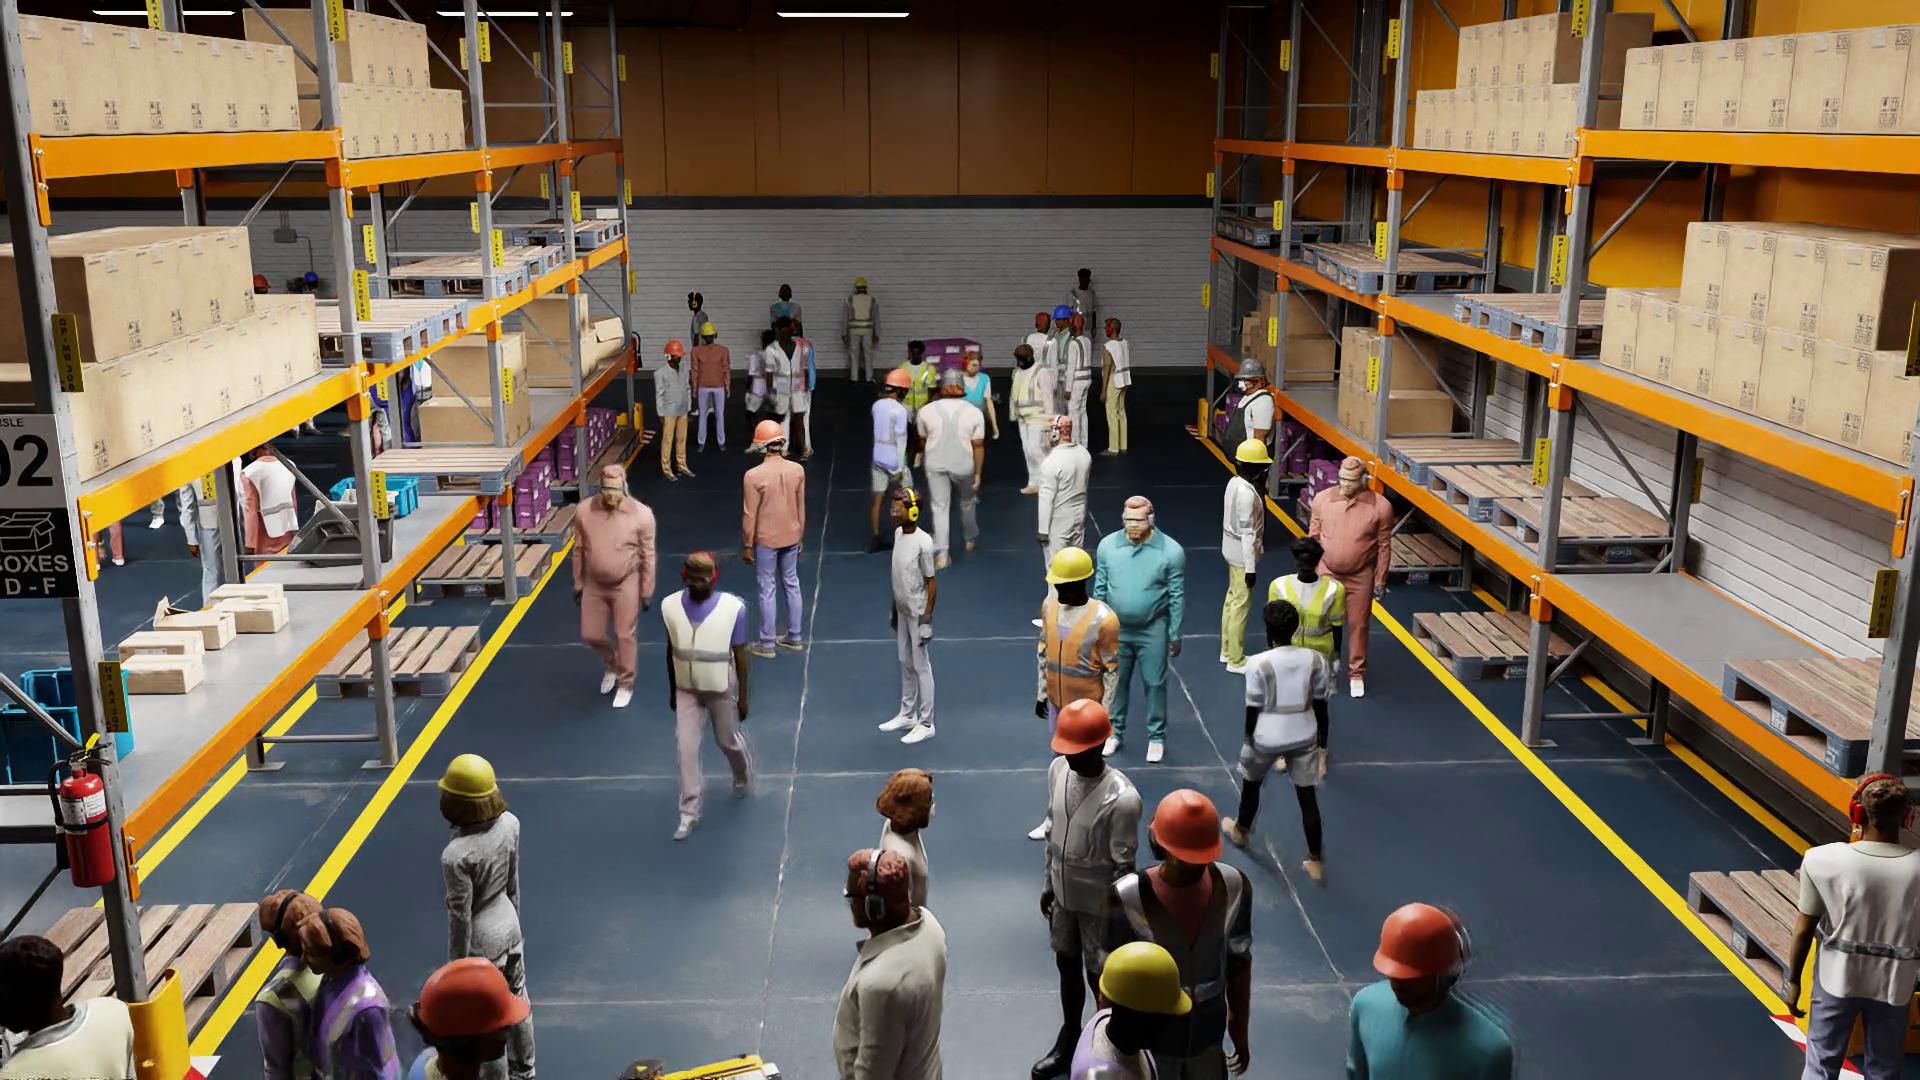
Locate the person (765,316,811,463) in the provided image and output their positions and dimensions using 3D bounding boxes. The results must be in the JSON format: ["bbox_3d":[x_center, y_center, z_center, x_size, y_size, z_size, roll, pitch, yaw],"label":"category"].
[{"bbox_3d":[-2.248,-1.989,21.813,0.616,1.904,1.022,-5,15,-18],"label":"person"}]

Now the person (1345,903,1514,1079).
[{"bbox_3d":[1.574,2.110,5.590,0.619,1.969,0.846,13,20,42],"label":"person"}]

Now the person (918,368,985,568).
[{"bbox_3d":[-0.076,-0.794,16.836,0.683,2.000,1.047,1,14,4],"label":"person"}]

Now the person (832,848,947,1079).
[{"bbox_3d":[-0.266,2.021,6.086,0.399,1.897,0.652,3,15,12],"label":"person"}]

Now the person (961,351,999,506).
[{"bbox_3d":[0.103,-1.325,19.430,0.564,1.787,0.937,-8,16,-29],"label":"person"}]

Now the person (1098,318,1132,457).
[{"bbox_3d":[2.069,-2.025,22.086,0.384,1.838,0.568,10,17,34],"label":"person"}]

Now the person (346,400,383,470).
[{"bbox_3d":[-7.569,-1.870,21.179,0.619,1.986,0.410,4,15,15],"label":"person"}]

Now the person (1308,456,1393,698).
[{"bbox_3d":[2.990,0.284,12.888,0.638,1.901,0.402,6,15,22],"label":"person"}]

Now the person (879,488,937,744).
[{"bbox_3d":[-0.357,0.536,11.954,0.336,1.873,0.521,-8,16,-29],"label":"person"}]

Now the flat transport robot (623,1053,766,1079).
[{"bbox_3d":[-0.969,2.596,7.057,0.652,0.197,1.431,-6,15,-22],"label":"flat transport robot"}]

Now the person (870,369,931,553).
[{"bbox_3d":[-0.631,-0.843,17.313,0.535,1.887,0.904,13,19,42],"label":"person"}]

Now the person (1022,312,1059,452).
[{"bbox_3d":[1.084,-2.120,22.362,0.569,1.882,0.338,10,18,35],"label":"person"}]

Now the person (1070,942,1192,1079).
[{"bbox_3d":[0.527,2.183,5.408,0.400,1.915,0.591,2,14,7],"label":"person"}]

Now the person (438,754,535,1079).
[{"bbox_3d":[-2.115,1.769,7.366,0.287,1.746,0.487,4,15,17],"label":"person"}]

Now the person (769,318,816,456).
[{"bbox_3d":[-2.218,-2.026,22.074,0.625,1.840,0.430,1,14,4],"label":"person"}]

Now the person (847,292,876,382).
[{"bbox_3d":[-1.661,-3.468,28.138,0.500,1.636,0.284,1,14,5],"label":"person"}]

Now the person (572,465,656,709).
[{"bbox_3d":[-2.637,0.351,12.643,0.661,1.884,0.422,2,14,8],"label":"person"}]

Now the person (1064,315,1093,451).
[{"bbox_3d":[1.556,-2.052,22.110,0.369,1.879,0.584,7,16,26],"label":"person"}]

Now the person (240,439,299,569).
[{"bbox_3d":[-5.852,-0.050,14.190,0.396,1.908,0.599,4,15,15],"label":"person"}]

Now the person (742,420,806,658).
[{"bbox_3d":[-1.558,-0.014,13.894,0.614,1.987,0.408,-13,20,-42],"label":"person"}]

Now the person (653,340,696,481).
[{"bbox_3d":[-3.529,-1.614,20.649,0.353,1.744,0.567,10,17,35],"label":"person"}]

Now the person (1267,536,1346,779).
[{"bbox_3d":[2.341,0.786,11.341,0.540,1.686,0.323,4,15,17],"label":"person"}]

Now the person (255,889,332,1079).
[{"bbox_3d":[-2.449,2.089,6.317,0.307,1.641,0.514,3,15,13],"label":"person"}]

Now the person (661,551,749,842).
[{"bbox_3d":[-1.591,0.919,10.575,0.575,1.811,0.873,3,15,13],"label":"person"}]

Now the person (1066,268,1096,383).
[{"bbox_3d":[2.051,-3.603,28.041,0.599,1.958,0.372,-8,16,-29],"label":"person"}]

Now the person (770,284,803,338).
[{"bbox_3d":[-2.746,-3.143,26.444,0.514,1.846,0.337,1,14,2],"label":"person"}]

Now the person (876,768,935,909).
[{"bbox_3d":[-0.253,1.795,7.510,0.286,1.624,0.496,0,14,0],"label":"person"}]

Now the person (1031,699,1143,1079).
[{"bbox_3d":[0.561,1.627,7.570,0.391,1.925,0.551,-11,18,-37],"label":"person"}]

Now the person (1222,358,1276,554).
[{"bbox_3d":[2.973,-0.884,17.188,0.535,2.000,0.683,-1,14,-3],"label":"person"}]

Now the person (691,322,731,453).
[{"bbox_3d":[-3.332,-2.044,22.292,0.526,1.768,0.331,-2,14,-7],"label":"person"}]

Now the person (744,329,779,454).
[{"bbox_3d":[-2.605,-1.967,22.236,0.638,1.671,0.363,-11,18,-36],"label":"person"}]

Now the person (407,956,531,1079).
[{"bbox_3d":[-1.369,2.196,5.153,0.924,2.009,0.636,-8,16,-28],"label":"person"}]

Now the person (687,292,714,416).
[{"bbox_3d":[-3.926,-2.804,25.101,0.326,1.861,0.499,2,14,6],"label":"person"}]

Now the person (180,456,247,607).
[{"bbox_3d":[-6.408,-0.094,14.357,0.401,1.909,0.599,9,17,30],"label":"person"}]

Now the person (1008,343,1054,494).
[{"bbox_3d":[0.853,-1.435,19.803,0.434,1.817,0.660,-9,17,-33],"label":"person"}]

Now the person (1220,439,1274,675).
[{"bbox_3d":[2.307,0.129,13.437,0.370,1.925,0.594,0,14,-2],"label":"person"}]

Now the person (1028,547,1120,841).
[{"bbox_3d":[0.696,0.969,10.155,0.585,1.921,0.383,13,19,42],"label":"person"}]

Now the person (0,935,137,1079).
[{"bbox_3d":[-2.846,2.175,5.458,0.441,1.908,0.616,1,14,4],"label":"person"}]

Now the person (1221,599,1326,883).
[{"bbox_3d":[1.890,1.158,9.952,0.570,1.646,0.894,-4,15,-16],"label":"person"}]

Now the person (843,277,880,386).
[{"bbox_3d":[-1.662,-3.488,27.863,0.615,1.822,0.410,-3,15,-10],"label":"person"}]

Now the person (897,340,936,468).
[{"bbox_3d":[-0.573,-1.716,21.175,0.535,1.672,0.614,2,14,6],"label":"person"}]

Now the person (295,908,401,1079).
[{"bbox_3d":[-2.249,2.124,6.203,0.312,1.631,0.524,-12,18,-38],"label":"person"}]

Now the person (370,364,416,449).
[{"bbox_3d":[-6.998,-1.743,20.559,0.535,2.000,0.683,-3,15,-13],"label":"person"}]

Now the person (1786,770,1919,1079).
[{"bbox_3d":[3.715,1.853,6.860,0.560,1.836,0.394,5,15,18],"label":"person"}]

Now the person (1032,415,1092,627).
[{"bbox_3d":[0.881,-0.163,14.651,0.400,1.900,0.647,11,18,37],"label":"person"}]

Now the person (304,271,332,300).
[{"bbox_3d":[-10.651,-3.475,27.575,0.426,1.935,0.621,6,16,24],"label":"person"}]

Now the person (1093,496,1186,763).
[{"bbox_3d":[1.233,0.617,11.592,0.663,1.899,0.395,6,15,21],"label":"person"}]

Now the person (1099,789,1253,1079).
[{"bbox_3d":[0.829,1.890,6.326,0.611,2.032,0.411,-4,15,-15],"label":"person"}]
